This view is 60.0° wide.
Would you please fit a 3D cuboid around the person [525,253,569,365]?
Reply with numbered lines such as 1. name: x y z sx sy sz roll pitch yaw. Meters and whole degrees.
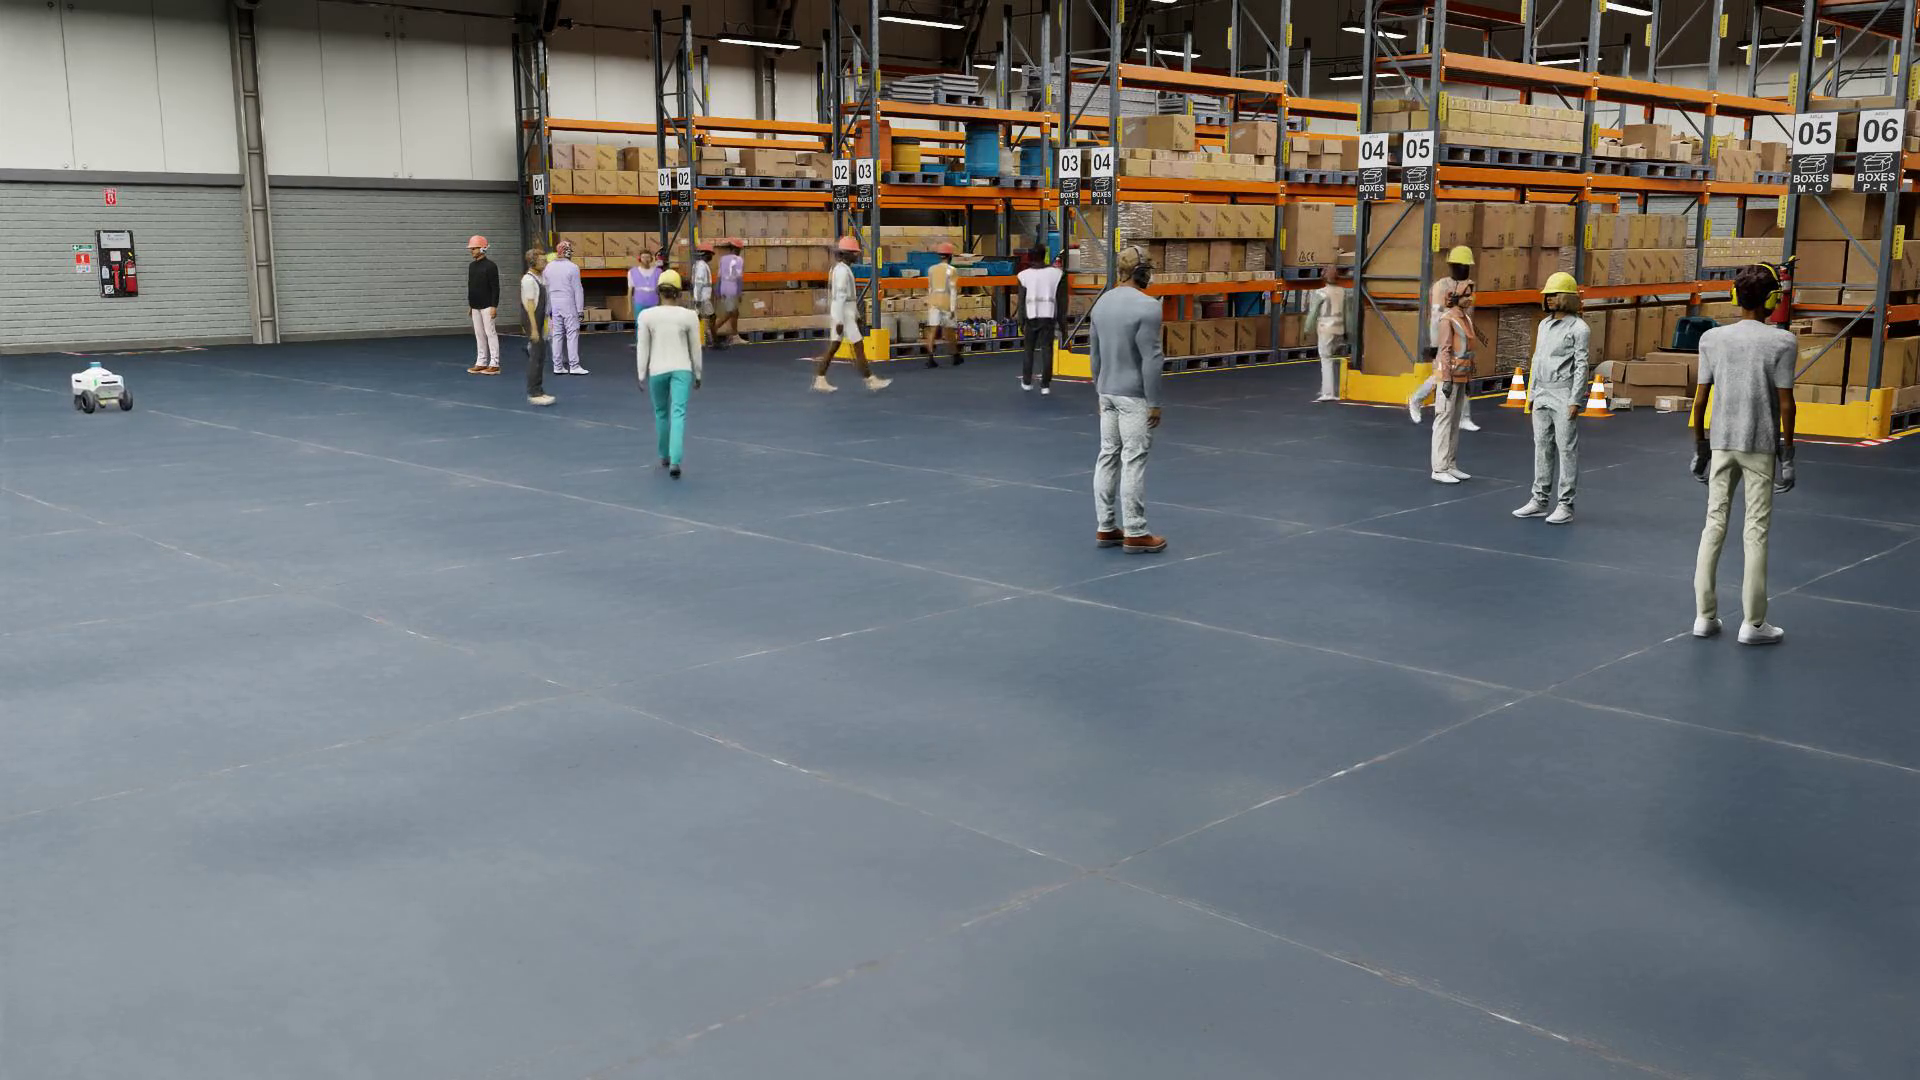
1. person: -6.398 -3.575 25.757 0.735 1.741 0.536 -7 13 -35

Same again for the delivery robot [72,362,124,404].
1. delivery robot: -9.961 -1.809 19.206 0.707 0.478 0.477 9 14 42

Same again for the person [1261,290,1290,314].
1. person: 5.438 -4.225 28.736 0.549 1.942 0.347 10 14 43

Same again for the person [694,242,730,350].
1. person: -4.610 -4.298 29.321 0.956 1.890 0.556 -1 10 -7

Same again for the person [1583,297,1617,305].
1. person: 10.177 -3.823 26.635 0.621 1.918 0.889 10 14 43

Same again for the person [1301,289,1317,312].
1. person: 8.533 -6.391 40.403 0.394 1.992 0.622 -7 13 -35

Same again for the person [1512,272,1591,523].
1. person: 4.174 -0.998 11.682 0.296 1.745 0.485 -4 11 -23

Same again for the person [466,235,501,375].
1. person: -6.923 -3.400 24.091 0.624 1.993 0.385 8 13 37

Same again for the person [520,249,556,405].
1. person: -5.041 -2.532 19.825 0.383 1.833 0.561 -2 11 -9

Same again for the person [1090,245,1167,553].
1. person: 1.070 -0.904 10.635 0.375 1.939 0.628 -7 12 -32

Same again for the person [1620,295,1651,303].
1. person: 12.004 -4.323 29.622 0.817 1.814 0.631 -8 13 -37

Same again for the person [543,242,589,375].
1. person: -5.678 -3.342 24.016 0.653 1.906 0.405 5 12 26

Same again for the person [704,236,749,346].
1. person: -4.259 -4.499 30.114 0.911 1.997 0.625 -9 14 -39

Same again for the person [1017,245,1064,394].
1. person: 1.024 -2.835 21.351 0.615 1.875 0.965 -1 10 -4

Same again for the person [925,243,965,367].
1. person: -0.266 -3.605 25.518 0.566 1.889 0.997 6 12 28

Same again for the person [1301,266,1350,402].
1. person: 4.432 -2.501 20.169 0.532 1.625 0.552 -7 12 -32

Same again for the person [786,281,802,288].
1. person: -3.436 -5.257 34.576 0.310 1.864 0.533 -7 13 -35

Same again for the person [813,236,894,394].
1. person: -1.403 -2.854 21.134 1.038 1.989 0.635 -1 10 -7

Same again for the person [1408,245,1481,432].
1. person: 5.081 -2.105 17.305 0.596 1.903 0.813 -6 12 -30

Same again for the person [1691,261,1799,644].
1. person: 3.888 -0.431 8.244 0.329 1.873 0.514 -9 14 -41

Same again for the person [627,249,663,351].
1. person: -4.895 -3.633 25.931 0.586 1.790 0.989 -4 11 -20

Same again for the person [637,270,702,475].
1. person: -2.454 -1.426 14.102 0.531 1.710 0.948 -1 10 -5

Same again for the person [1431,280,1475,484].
1. person: 4.025 -1.292 13.567 0.307 1.641 0.513 7 12 33

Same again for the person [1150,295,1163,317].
1. person: 4.481 -5.921 37.990 0.635 1.938 0.359 0 10 -1
